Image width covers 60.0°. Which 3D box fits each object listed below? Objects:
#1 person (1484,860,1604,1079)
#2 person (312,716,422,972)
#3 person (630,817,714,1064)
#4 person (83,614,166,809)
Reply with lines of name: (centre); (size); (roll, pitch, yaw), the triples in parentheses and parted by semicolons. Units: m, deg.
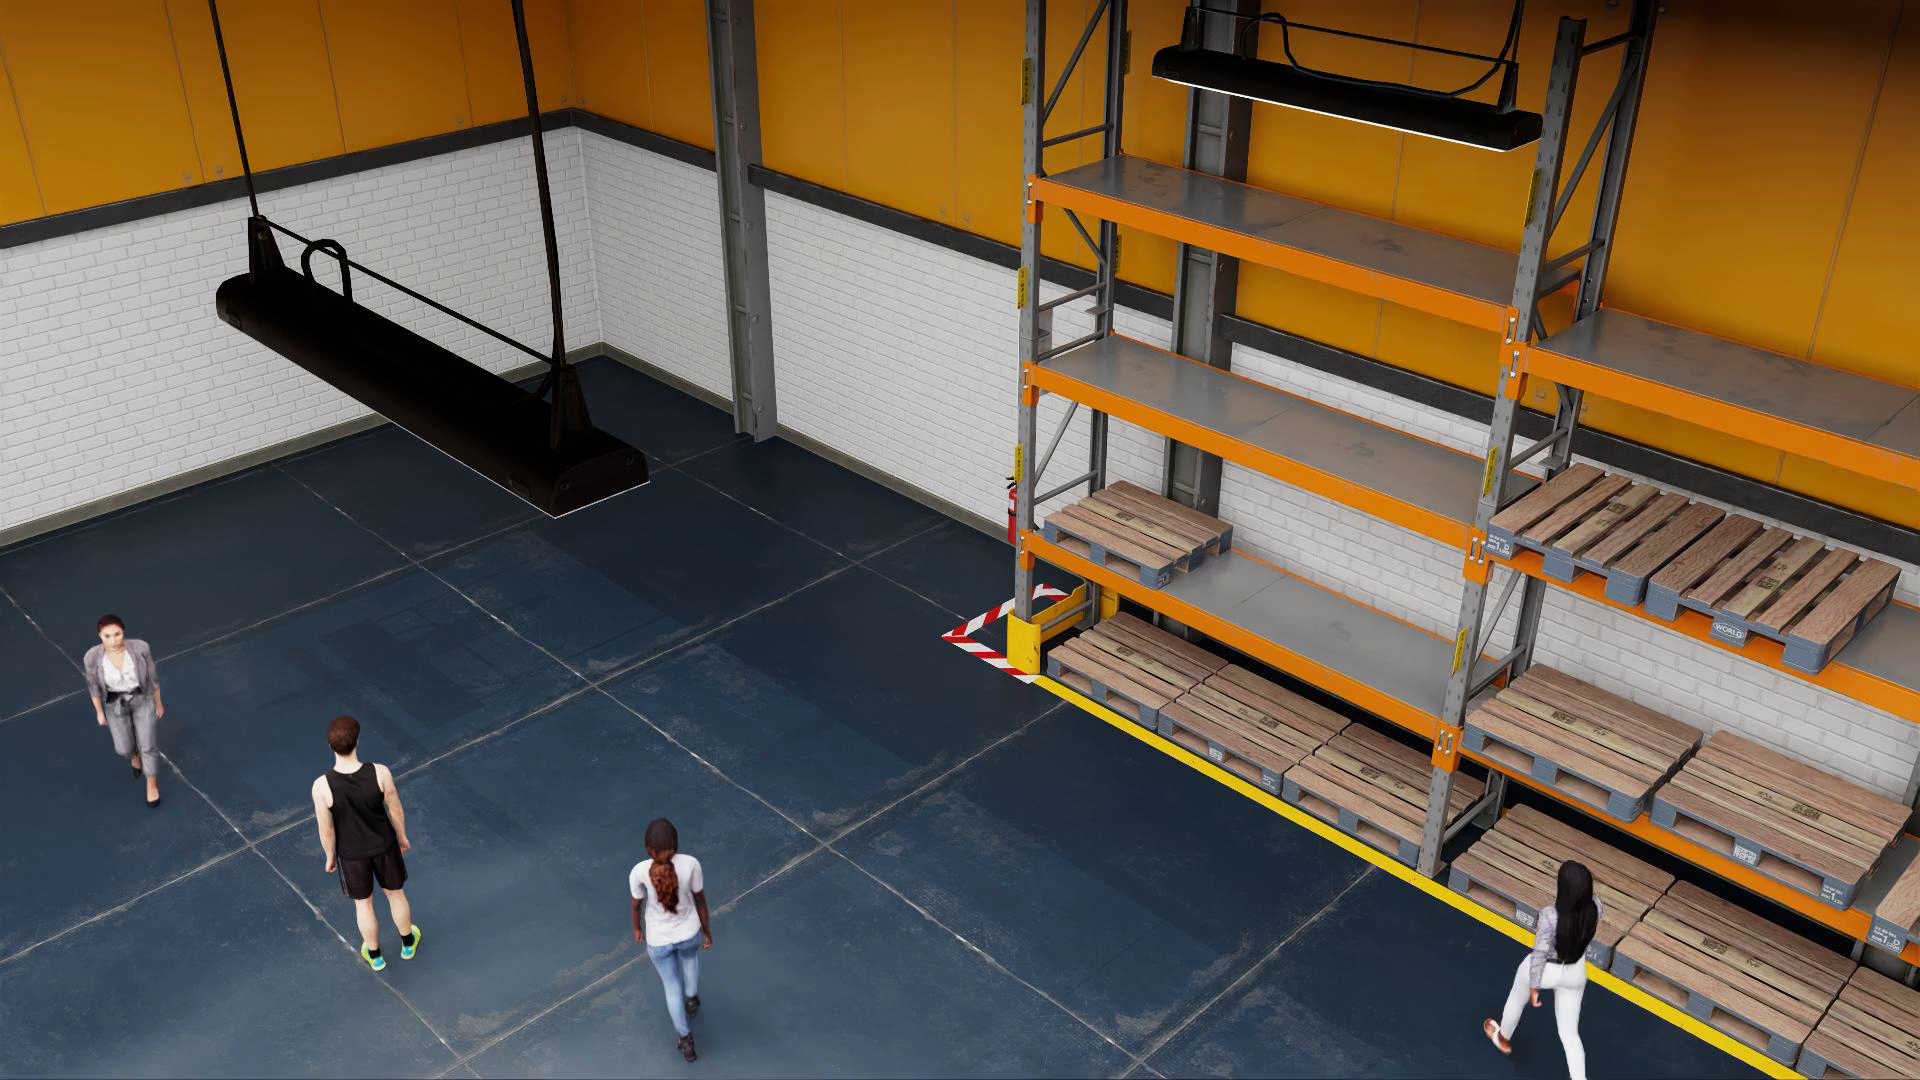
person: (3.561, 2.643, 9.794); (1.052, 1.682, 1.245); (-5, 29, -9)
person: (-3.858, 1.978, 10.795); (0.751, 1.889, 0.685); (-14, 31, -23)
person: (-1.724, 2.463, 10.099); (0.830, 1.706, 0.956); (-9, 30, -16)
person: (-6.198, 1.209, 12.447); (0.773, 1.658, 0.886); (-12, 31, -20)
